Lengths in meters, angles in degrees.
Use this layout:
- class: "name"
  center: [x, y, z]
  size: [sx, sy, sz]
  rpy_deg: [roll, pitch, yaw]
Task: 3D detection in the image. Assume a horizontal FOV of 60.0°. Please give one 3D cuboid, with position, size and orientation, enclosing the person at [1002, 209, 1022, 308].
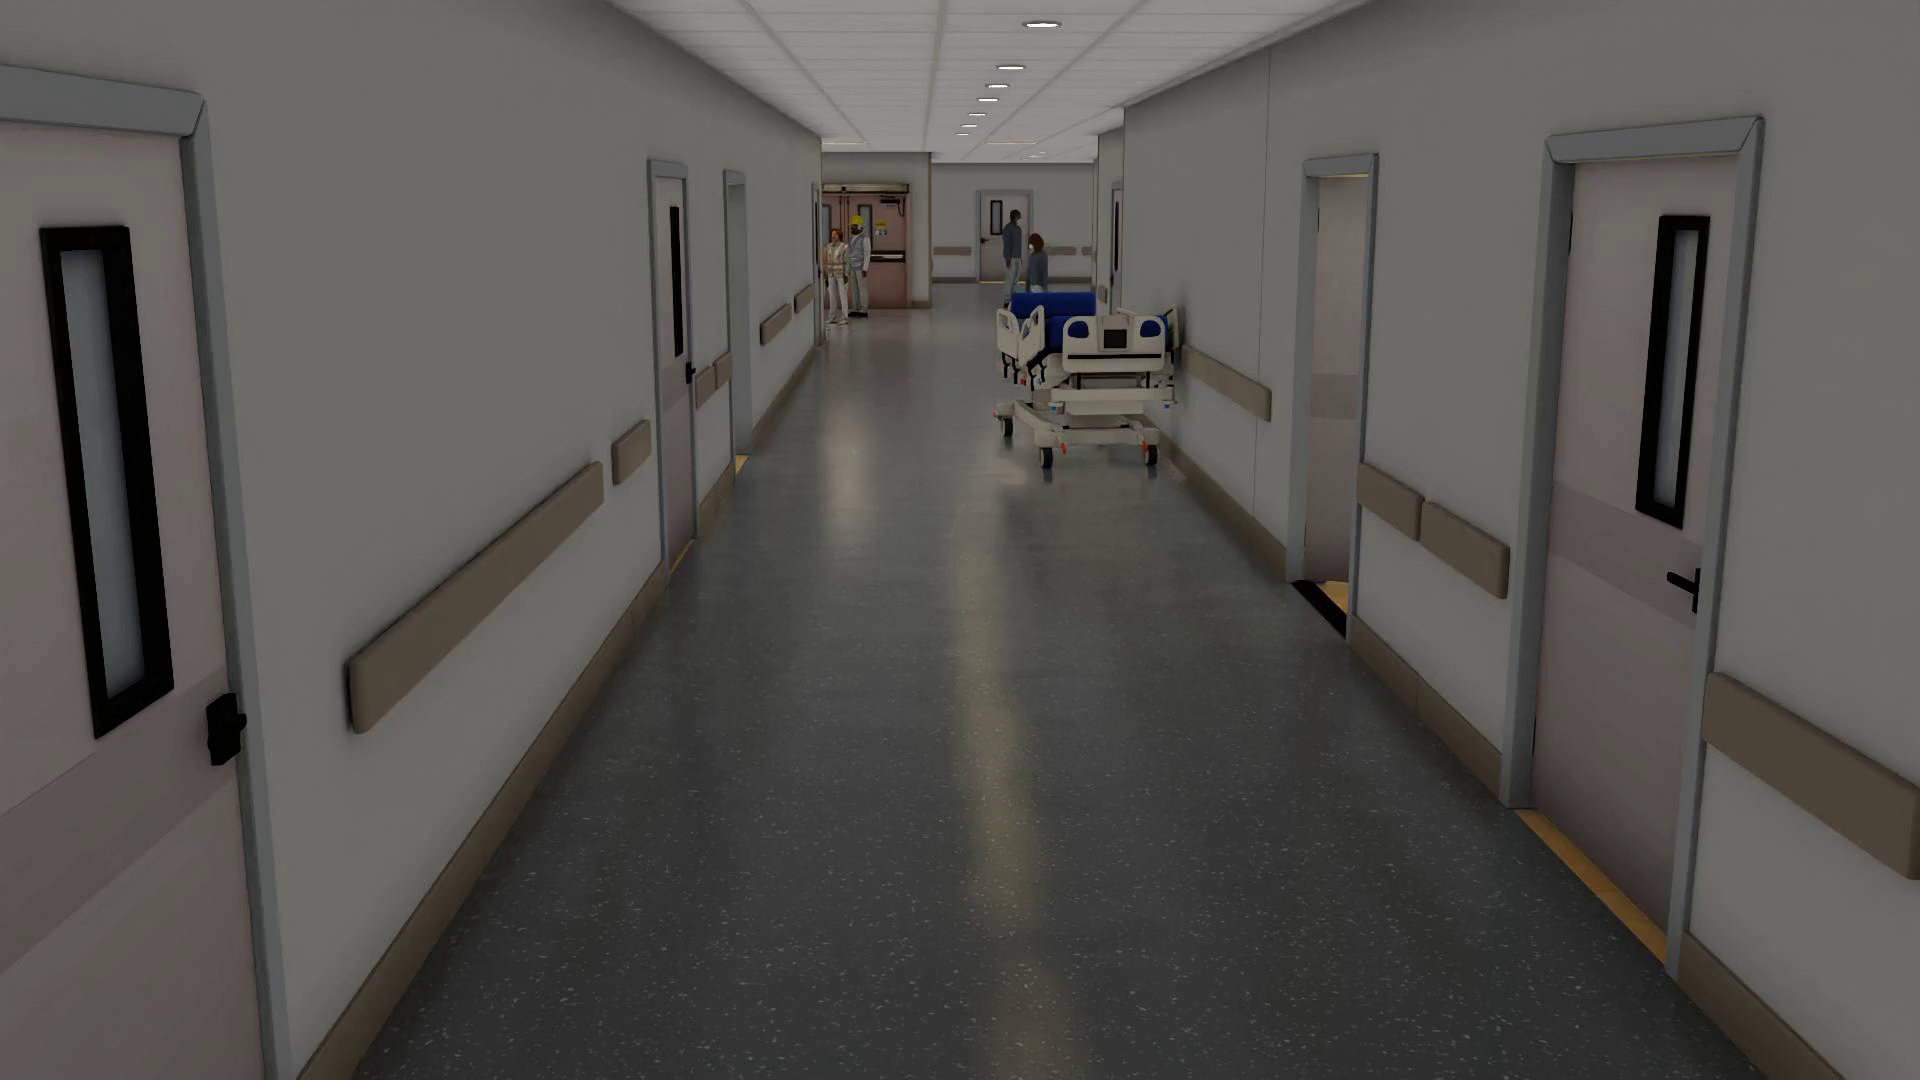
- class: "person"
  center: [1.044, -5.527, 32.717]
  size: [0.388, 1.929, 0.634]
  rpy_deg: [6, 13, 27]

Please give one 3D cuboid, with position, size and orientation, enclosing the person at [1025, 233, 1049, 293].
- class: "person"
  center: [1.141, -3.819, 25.123]
  size: [0.425, 1.615, 0.535]
  rpy_deg: [-5, 13, -22]

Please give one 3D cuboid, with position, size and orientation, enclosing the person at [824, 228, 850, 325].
- class: "person"
  center: [-2.102, -4.508, 28.433]
  size: [0.514, 1.645, 0.307]
  rpy_deg: [7, 14, 32]

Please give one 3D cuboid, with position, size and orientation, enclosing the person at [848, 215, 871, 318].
- class: "person"
  center: [-1.845, -4.918, 29.965]
  size: [0.403, 1.834, 0.589]
  rpy_deg: [-8, 14, -33]
